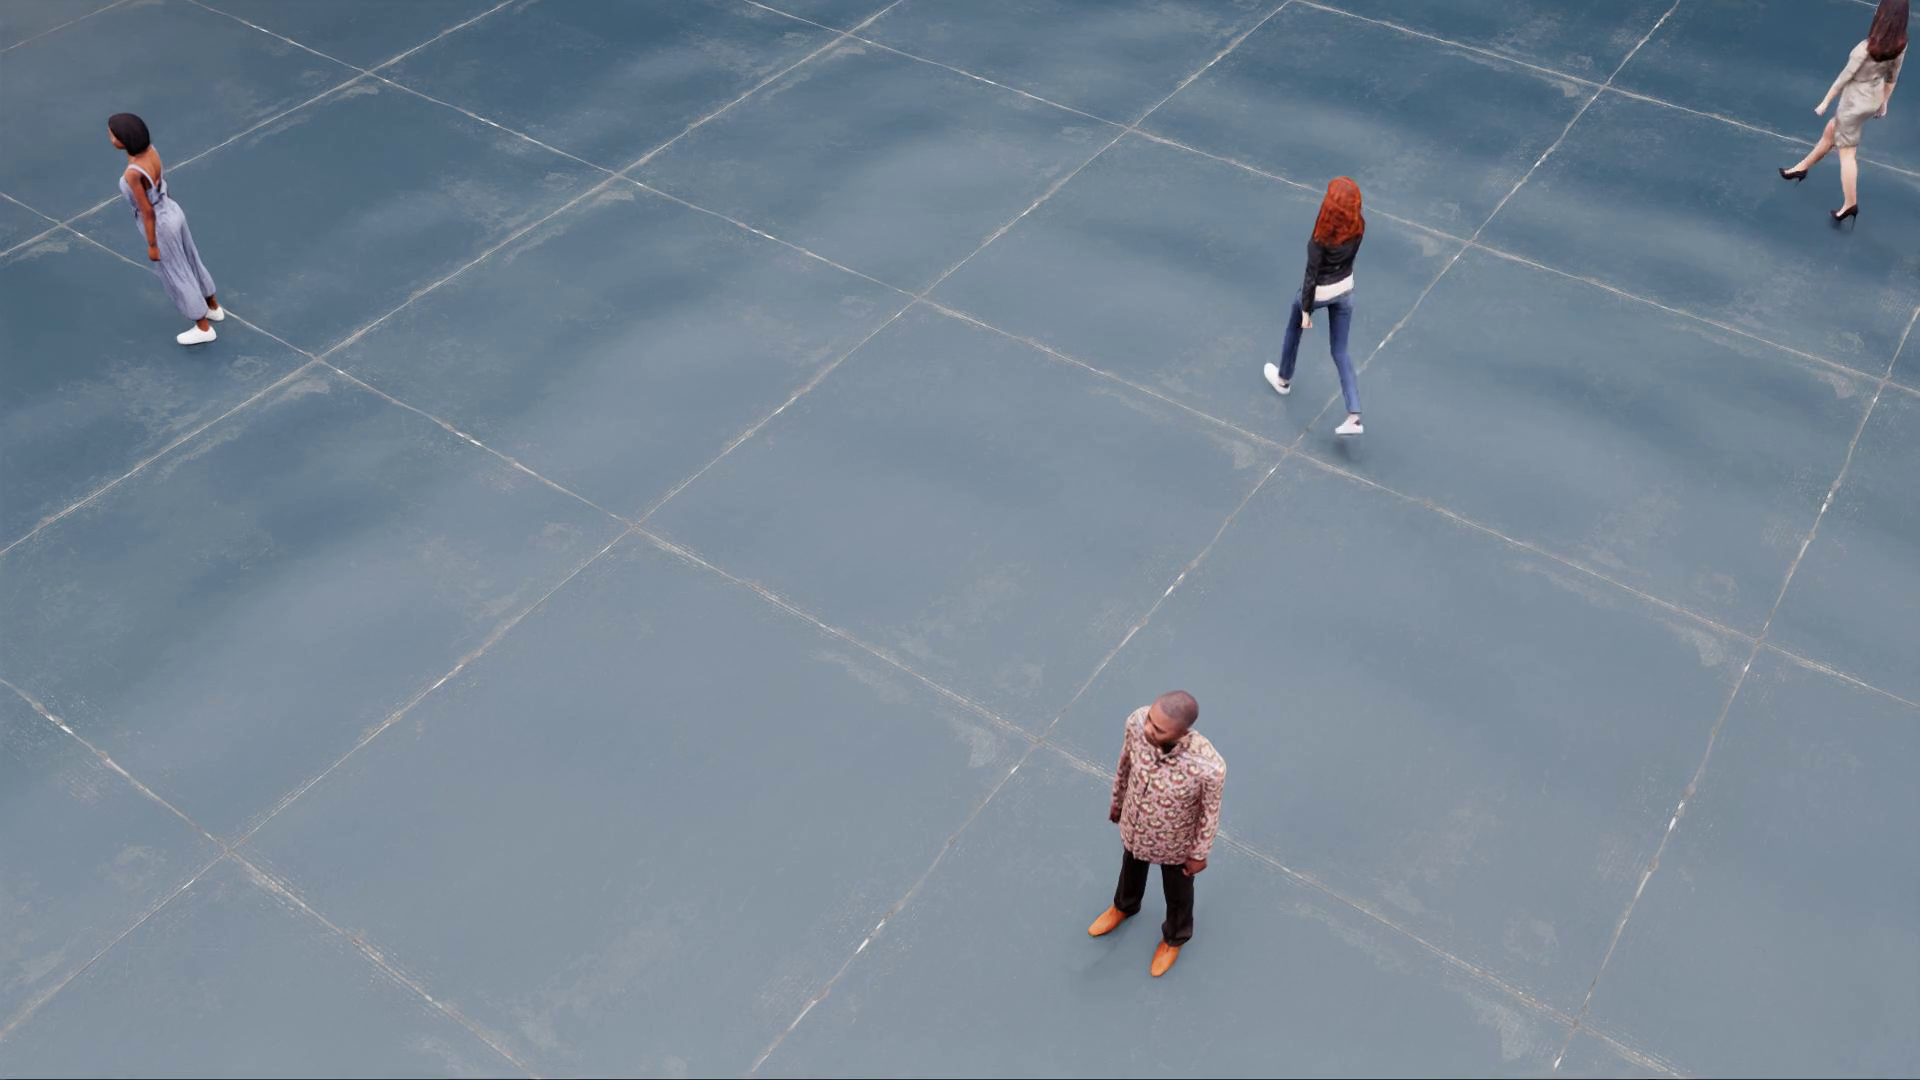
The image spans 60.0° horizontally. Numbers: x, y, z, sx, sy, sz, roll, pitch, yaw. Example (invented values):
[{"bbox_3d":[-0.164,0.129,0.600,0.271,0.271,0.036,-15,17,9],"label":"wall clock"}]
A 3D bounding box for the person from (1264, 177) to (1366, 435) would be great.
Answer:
[{"bbox_3d":[2.367,-1.445,10.482,1.035,1.751,1.268,-16,45,-16],"label":"person"}]

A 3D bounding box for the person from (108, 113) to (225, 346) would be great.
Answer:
[{"bbox_3d":[-5.371,-2.109,11.232,0.688,1.697,0.658,-1,43,-1],"label":"person"}]

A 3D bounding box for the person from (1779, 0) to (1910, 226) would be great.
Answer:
[{"bbox_3d":[6.695,-3.147,12.342,0.979,1.700,1.151,-15,45,-16],"label":"person"}]

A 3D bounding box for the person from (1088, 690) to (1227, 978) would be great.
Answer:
[{"bbox_3d":[0.920,1.281,7.521,0.555,1.807,0.766,31,51,29],"label":"person"}]
